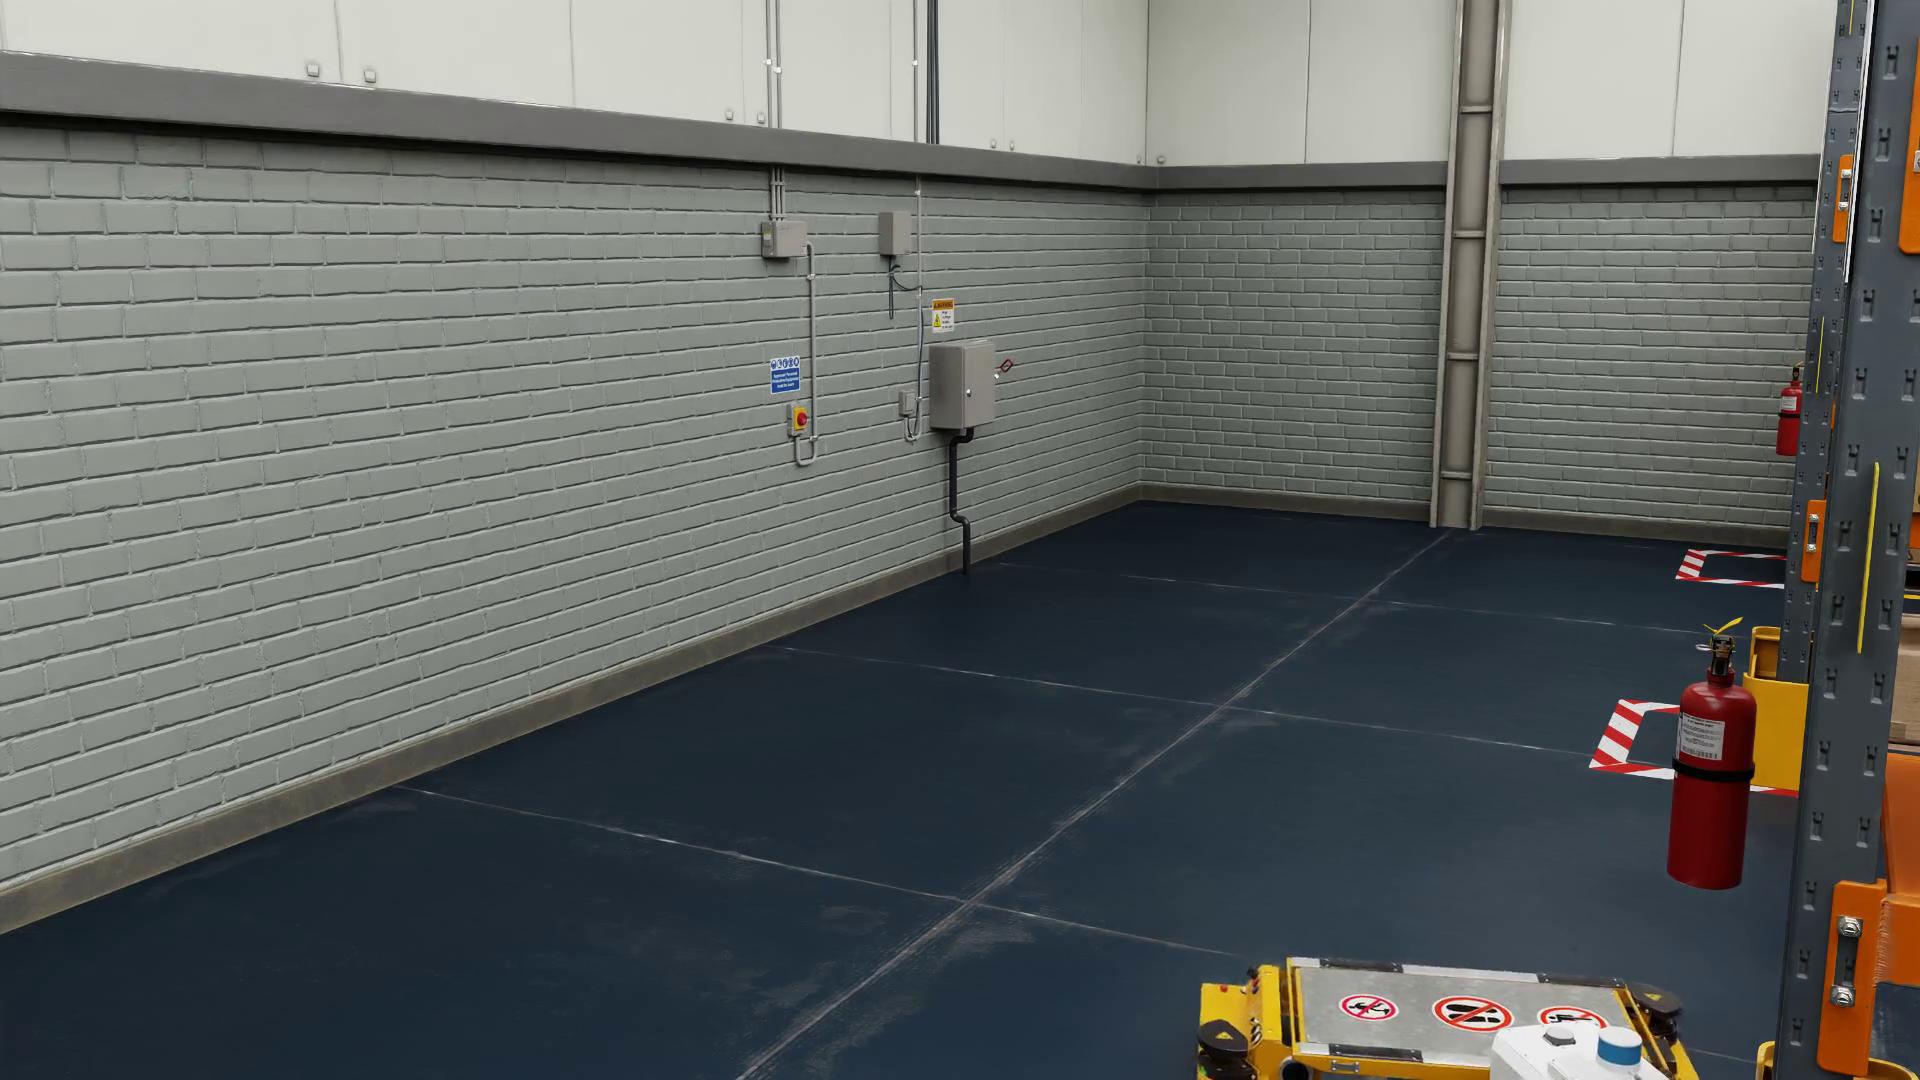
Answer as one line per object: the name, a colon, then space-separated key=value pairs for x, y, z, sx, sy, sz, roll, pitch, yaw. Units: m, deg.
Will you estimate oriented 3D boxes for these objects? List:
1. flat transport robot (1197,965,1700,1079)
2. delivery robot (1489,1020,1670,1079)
flat transport robot: x=1.432 y=1.492 z=4.936 sx=1.431 sy=0.197 sz=0.652 roll=2 pitch=11 yaw=9
delivery robot: x=1.621 y=1.452 z=4.122 sx=0.477 sy=0.478 sz=0.707 roll=-2 pitch=11 yaw=-11
